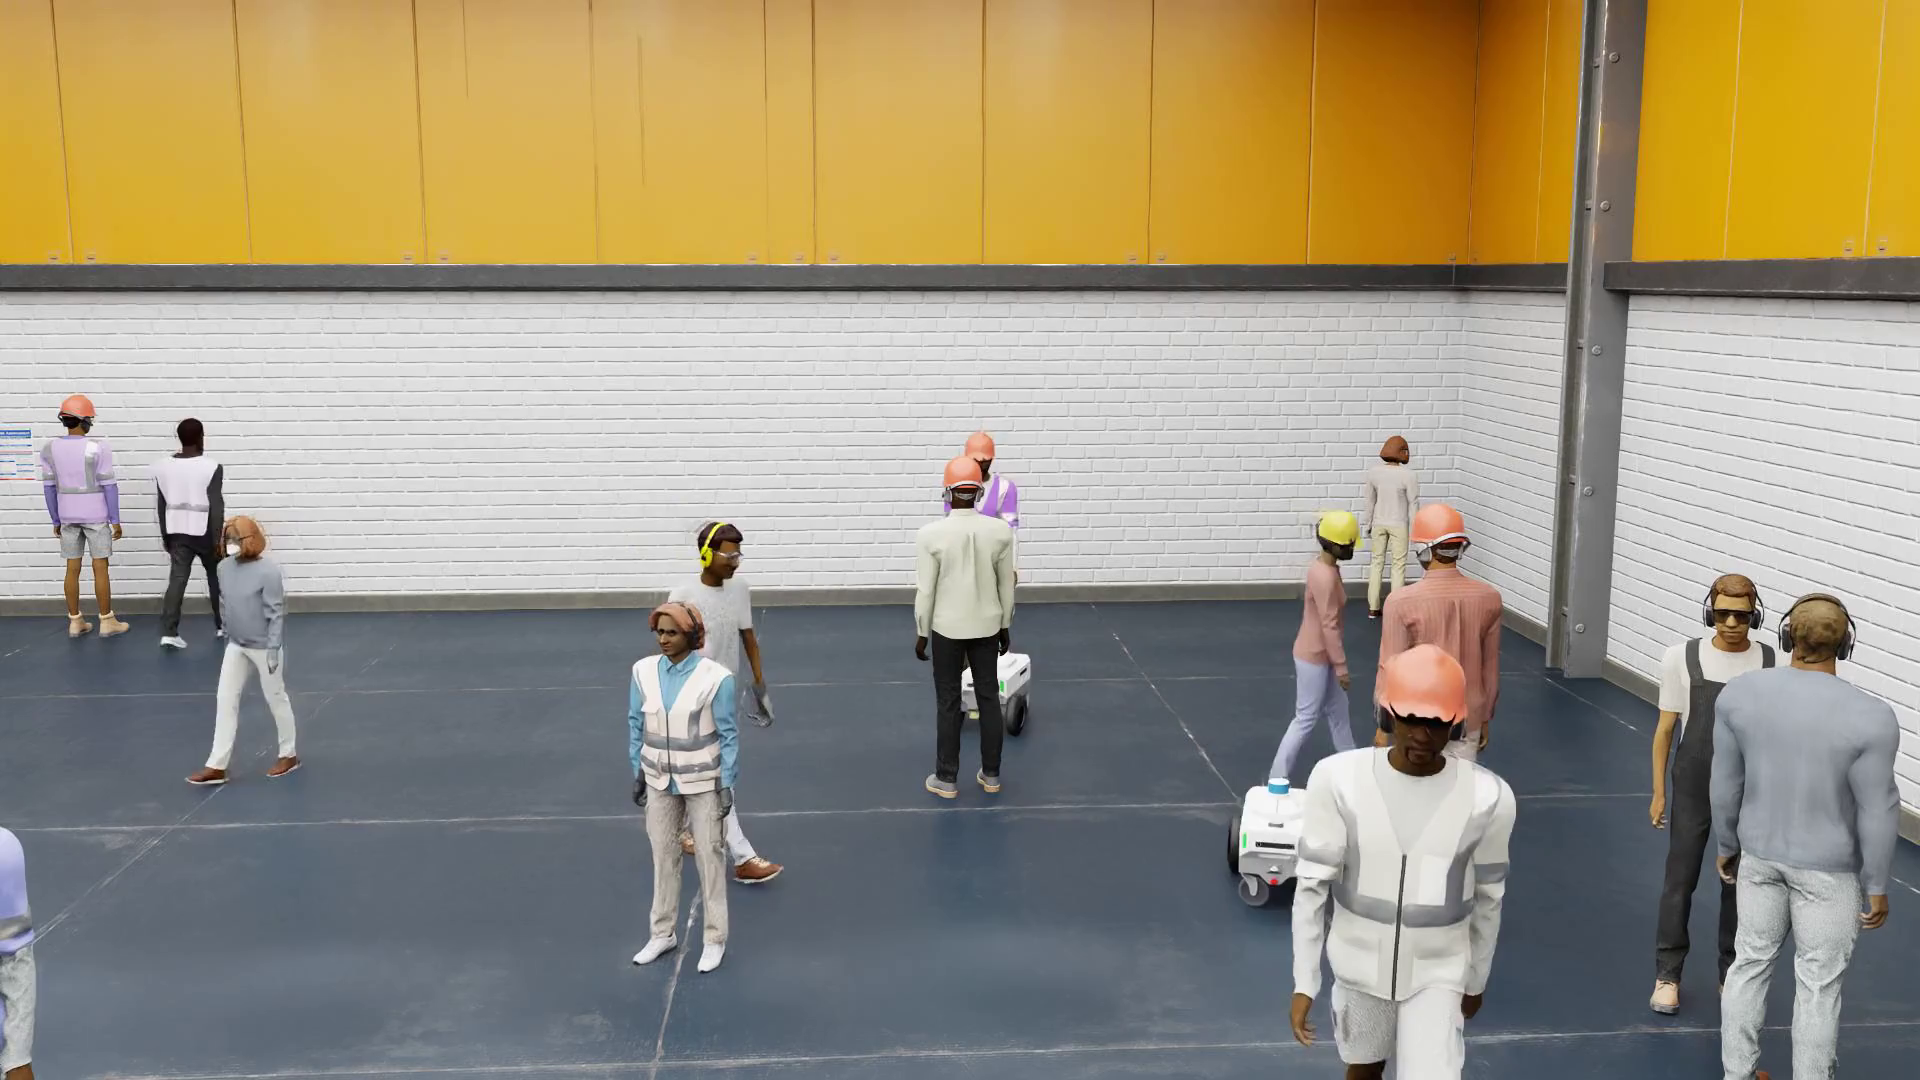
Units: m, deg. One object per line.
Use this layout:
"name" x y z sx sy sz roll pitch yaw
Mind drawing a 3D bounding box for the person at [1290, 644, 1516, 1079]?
"person" 1.325 1.261 5.004 0.608 1.996 1.074 3 10 18

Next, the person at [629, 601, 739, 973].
"person" -1.204 1.068 7.265 0.515 1.640 0.315 3 10 20

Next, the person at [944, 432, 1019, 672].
"person" 0.150 0.170 12.096 0.560 1.893 0.890 0 9 2

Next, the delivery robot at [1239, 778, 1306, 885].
"delivery robot" 1.561 1.417 8.177 0.477 0.478 0.707 2 9 13

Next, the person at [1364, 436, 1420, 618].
"person" 3.802 -0.104 14.646 0.506 1.631 0.277 8 12 41

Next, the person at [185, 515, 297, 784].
"person" -4.287 0.667 9.880 0.529 1.605 0.729 4 10 22

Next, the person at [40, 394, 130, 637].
"person" -7.332 -0.196 13.944 0.607 2.044 0.375 0 9 2

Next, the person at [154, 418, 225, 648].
"person" -6.317 -0.066 13.678 0.603 1.877 0.975 1 9 5

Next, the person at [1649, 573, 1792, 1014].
"person" 3.097 1.041 6.789 0.517 1.844 0.332 3 9 16

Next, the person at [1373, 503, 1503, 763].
"person" 2.205 0.820 7.745 0.615 1.986 0.407 -2 9 -15

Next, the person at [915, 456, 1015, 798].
"person" 0.023 0.506 9.685 0.608 1.995 0.377 -3 10 -20

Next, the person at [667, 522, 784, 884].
"person" -1.240 0.800 8.469 0.976 1.803 0.496 7 11 37

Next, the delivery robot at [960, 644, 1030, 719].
"delivery robot" 0.236 0.933 11.218 0.477 0.478 0.707 3 9 17

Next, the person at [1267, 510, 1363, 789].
"person" 2.121 0.674 9.504 0.746 1.715 0.585 2 9 13

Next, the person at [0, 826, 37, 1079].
"person" -2.768 1.368 4.450 0.547 1.938 0.377 -2 9 -11

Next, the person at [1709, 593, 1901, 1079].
"person" 2.970 1.139 5.881 0.361 1.939 0.635 -7 11 -37
